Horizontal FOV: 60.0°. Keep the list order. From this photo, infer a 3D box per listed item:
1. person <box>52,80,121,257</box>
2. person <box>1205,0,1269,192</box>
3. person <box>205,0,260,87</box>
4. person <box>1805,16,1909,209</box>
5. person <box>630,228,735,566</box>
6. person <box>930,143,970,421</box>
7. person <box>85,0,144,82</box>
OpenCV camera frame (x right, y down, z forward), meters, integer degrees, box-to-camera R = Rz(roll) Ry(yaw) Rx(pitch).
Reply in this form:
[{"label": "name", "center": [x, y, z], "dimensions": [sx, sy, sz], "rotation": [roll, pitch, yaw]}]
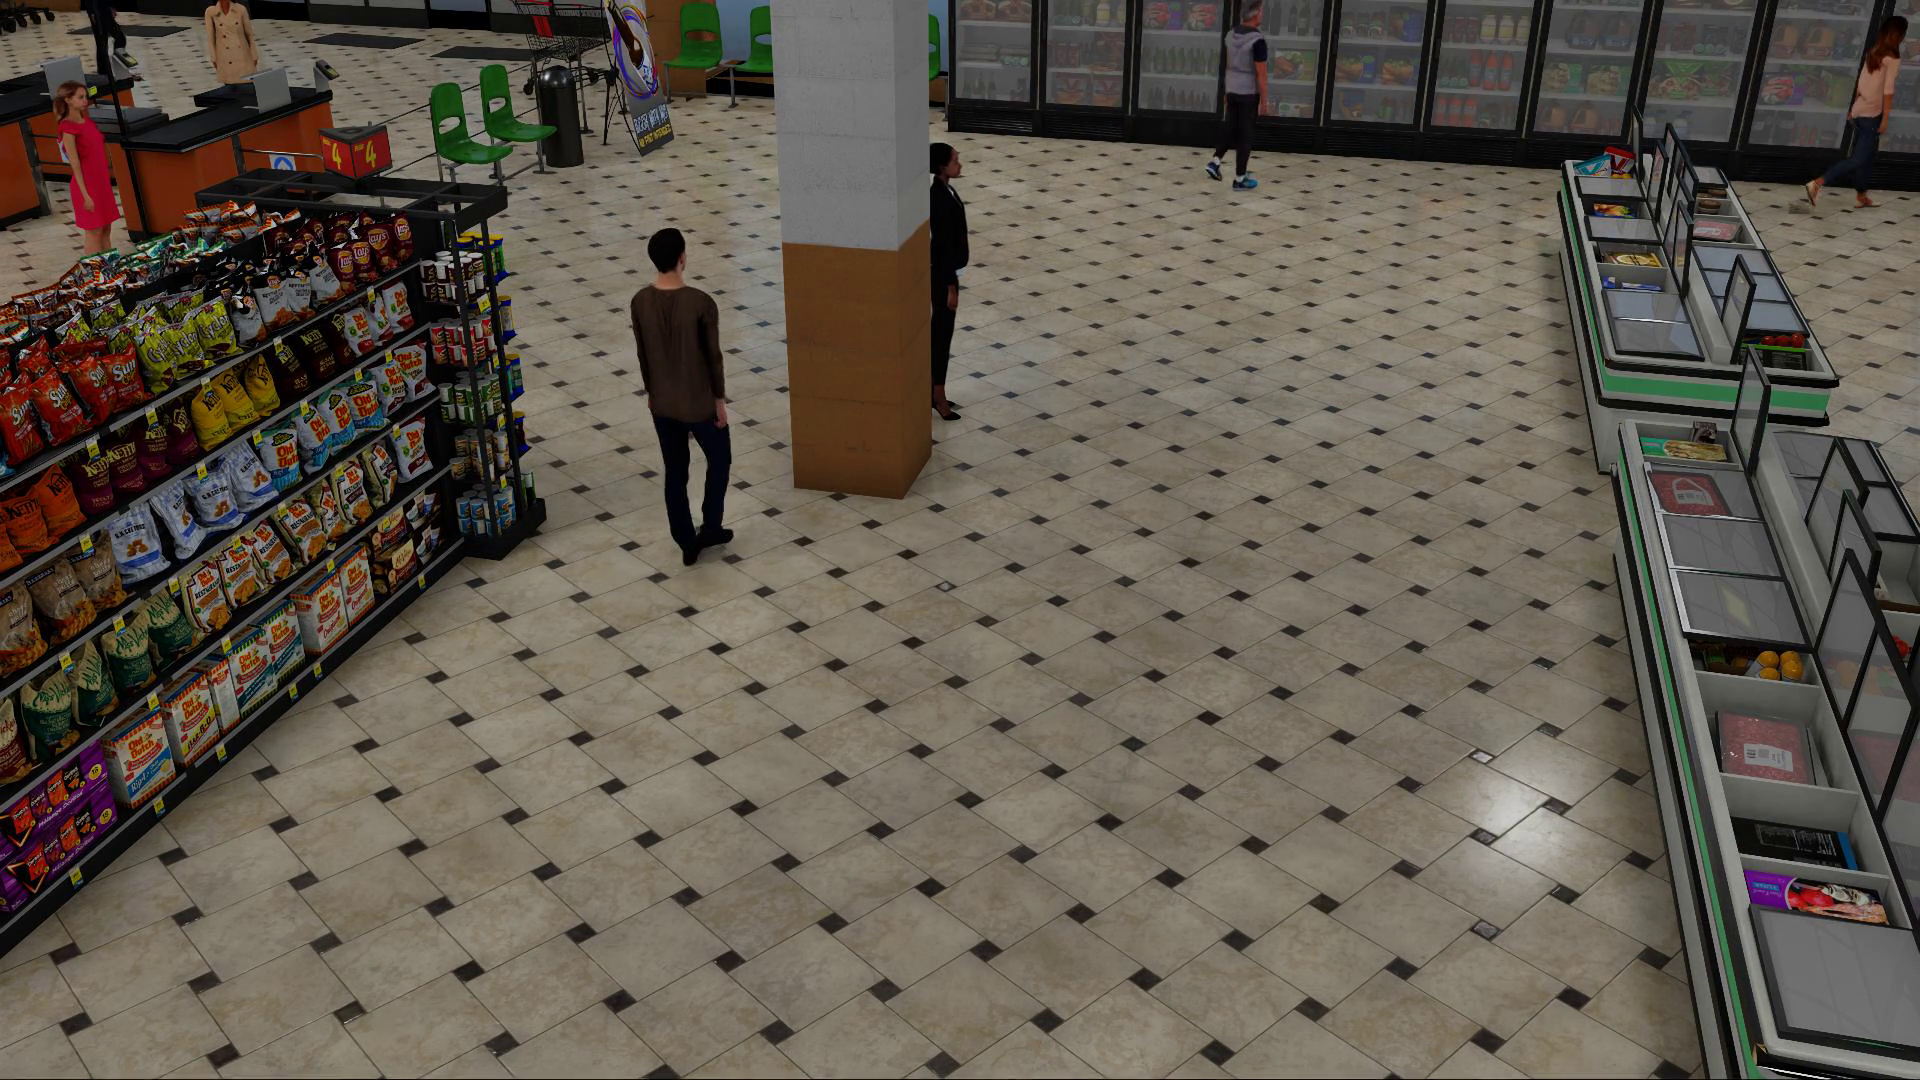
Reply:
[{"label": "person", "center": [-6.874, -2.764, 13.138], "dimensions": [0.687, 1.727, 0.562], "rotation": [0, 27, -1]}, {"label": "person", "center": [2.647, -4.257, 15.981], "dimensions": [0.968, 1.817, 0.908], "rotation": [-15, 31, -27]}, {"label": "person", "center": [-7.867, -5.223, 18.035], "dimensions": [0.717, 1.682, 0.738], "rotation": [-10, 29, -19]}, {"label": "person", "center": [8.288, -3.891, 15.318], "dimensions": [0.905, 1.764, 1.085], "rotation": [-2, 27, -4]}, {"label": "person", "center": [-1.506, -0.718, 8.940], "dimensions": [0.671, 1.873, 0.600], "rotation": [5, 27, 10]}, {"label": "person", "center": [-0.106, -1.693, 10.907], "dimensions": [0.733, 1.834, 0.576], "rotation": [-2, 27, -5]}, {"label": "person", "center": [-10.681, -6.472, 20.467], "dimensions": [0.926, 1.710, 0.861], "rotation": [-9, 28, -18]}]
